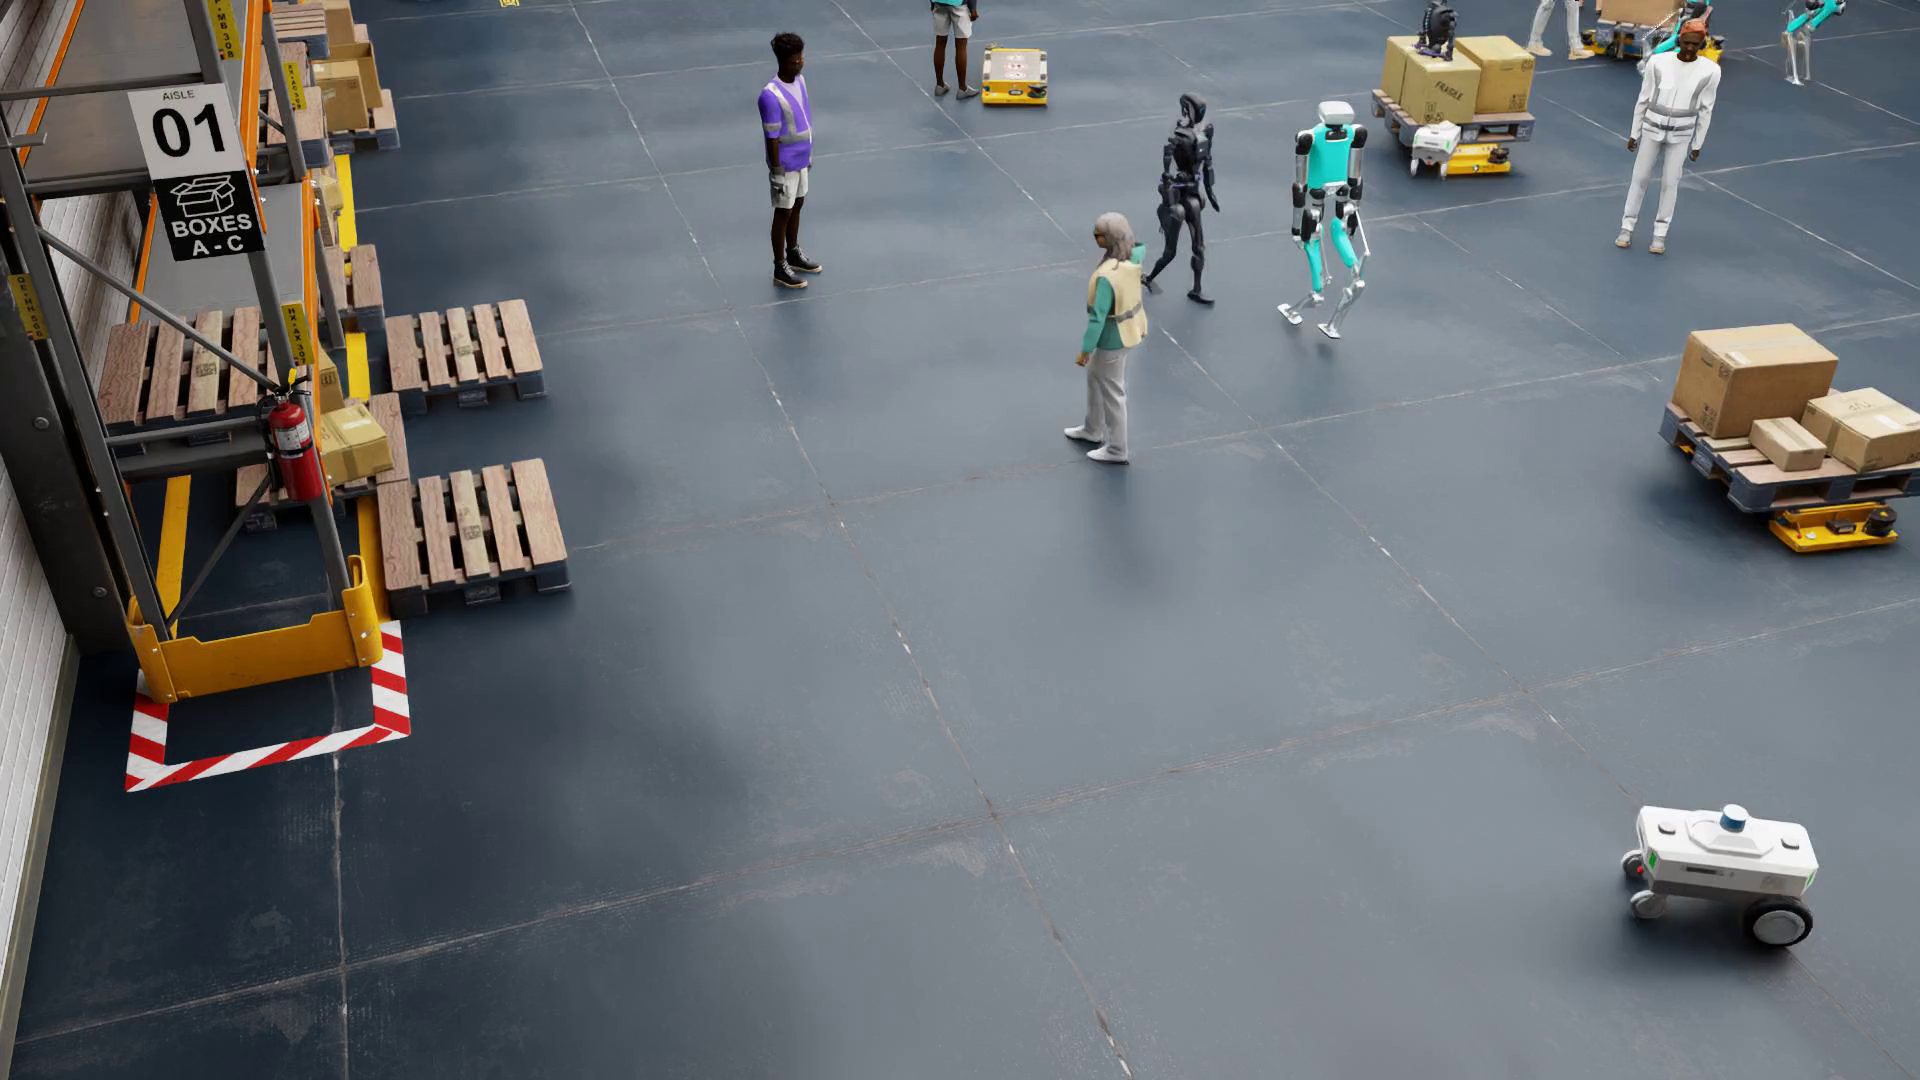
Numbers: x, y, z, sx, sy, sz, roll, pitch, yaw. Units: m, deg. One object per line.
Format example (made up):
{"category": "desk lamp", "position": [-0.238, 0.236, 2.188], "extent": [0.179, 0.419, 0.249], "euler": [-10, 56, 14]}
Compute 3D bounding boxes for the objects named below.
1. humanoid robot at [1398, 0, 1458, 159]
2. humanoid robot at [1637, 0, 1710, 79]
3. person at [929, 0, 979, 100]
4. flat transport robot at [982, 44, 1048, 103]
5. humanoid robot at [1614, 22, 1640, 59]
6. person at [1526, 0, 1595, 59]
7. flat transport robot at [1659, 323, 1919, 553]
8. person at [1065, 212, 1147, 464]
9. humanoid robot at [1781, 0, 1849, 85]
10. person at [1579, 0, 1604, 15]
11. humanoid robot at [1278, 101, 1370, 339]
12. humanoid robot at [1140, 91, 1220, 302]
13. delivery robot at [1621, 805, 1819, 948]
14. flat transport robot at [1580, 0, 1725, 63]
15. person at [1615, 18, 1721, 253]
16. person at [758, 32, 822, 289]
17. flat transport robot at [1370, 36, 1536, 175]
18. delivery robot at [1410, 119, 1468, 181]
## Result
{"category": "humanoid robot", "position": [4.301, -4.336, 15.228], "extent": [0.332, 1.645, 0.601], "euler": [-7, 34, -11]}
{"category": "humanoid robot", "position": [6.870, -4.908, 16.115], "extent": [0.665, 1.878, 0.542], "euler": [9, 34, 13]}
{"category": "person", "position": [-0.083, -5.367, 16.561], "extent": [0.559, 1.940, 0.415], "euler": [17, 37, 24]}
{"category": "flat transport robot", "position": [0.575, -4.837, 17.277], "extent": [0.659, 0.231, 1.431], "euler": [1, 33, 2]}
{"category": "humanoid robot", "position": [7.316, -6.020, 17.758], "extent": [0.537, 1.788, 0.838], "euler": [15, 36, 21]}
{"category": "person", "position": [6.507, -6.009, 17.635], "extent": [0.484, 1.840, 0.801], "euler": [-26, 41, -34]}
{"category": "flat transport robot", "position": [5.165, -0.395, 10.465], "extent": [0.659, 0.231, 1.431], "euler": [-6, 34, -8]}
{"category": "person", "position": [0.861, -1.265, 10.476], "extent": [0.625, 1.693, 0.509], "euler": [13, 35, 19]}
{"category": "humanoid robot", "position": [8.767, -5.557, 17.052], "extent": [0.530, 1.820, 0.635], "euler": [-13, 35, -18]}
{"category": "person", "position": [7.467, -6.963, 19.256], "extent": [0.472, 1.669, 0.390], "euler": [19, 38, 27]}
{"category": "humanoid robot", "position": [2.670, -2.203, 11.895], "extent": [0.540, 1.768, 0.908], "euler": [-9, 34, -13]}
{"category": "humanoid robot", "position": [1.701, -2.585, 12.559], "extent": [0.606, 1.657, 0.601], "euler": [-27, 42, -35]}
{"category": "delivery robot", "position": [3.400, 1.441, 7.397], "extent": [0.794, 0.606, 0.499], "euler": [6, 34, 9]}
{"category": "flat transport robot", "position": [7.540, -5.416, 18.165], "extent": [1.431, 0.231, 0.659], "euler": [17, 37, 24]}
{"category": "person", "position": [5.683, -3.245, 13.364], "extent": [0.573, 1.880, 0.361], "euler": [15, 36, 22]}
{"category": "person", "position": [-1.305, -2.931, 12.801], "extent": [0.362, 1.963, 0.611], "euler": [11, 35, 16]}
{"category": "flat transport robot", "position": [4.589, -3.782, 15.659], "extent": [0.659, 0.231, 1.431], "euler": [-4, 33, -6]}
{"category": "delivery robot", "position": [4.378, -3.646, 15.204], "extent": [0.499, 0.611, 0.814], "euler": [15, 36, 21]}
